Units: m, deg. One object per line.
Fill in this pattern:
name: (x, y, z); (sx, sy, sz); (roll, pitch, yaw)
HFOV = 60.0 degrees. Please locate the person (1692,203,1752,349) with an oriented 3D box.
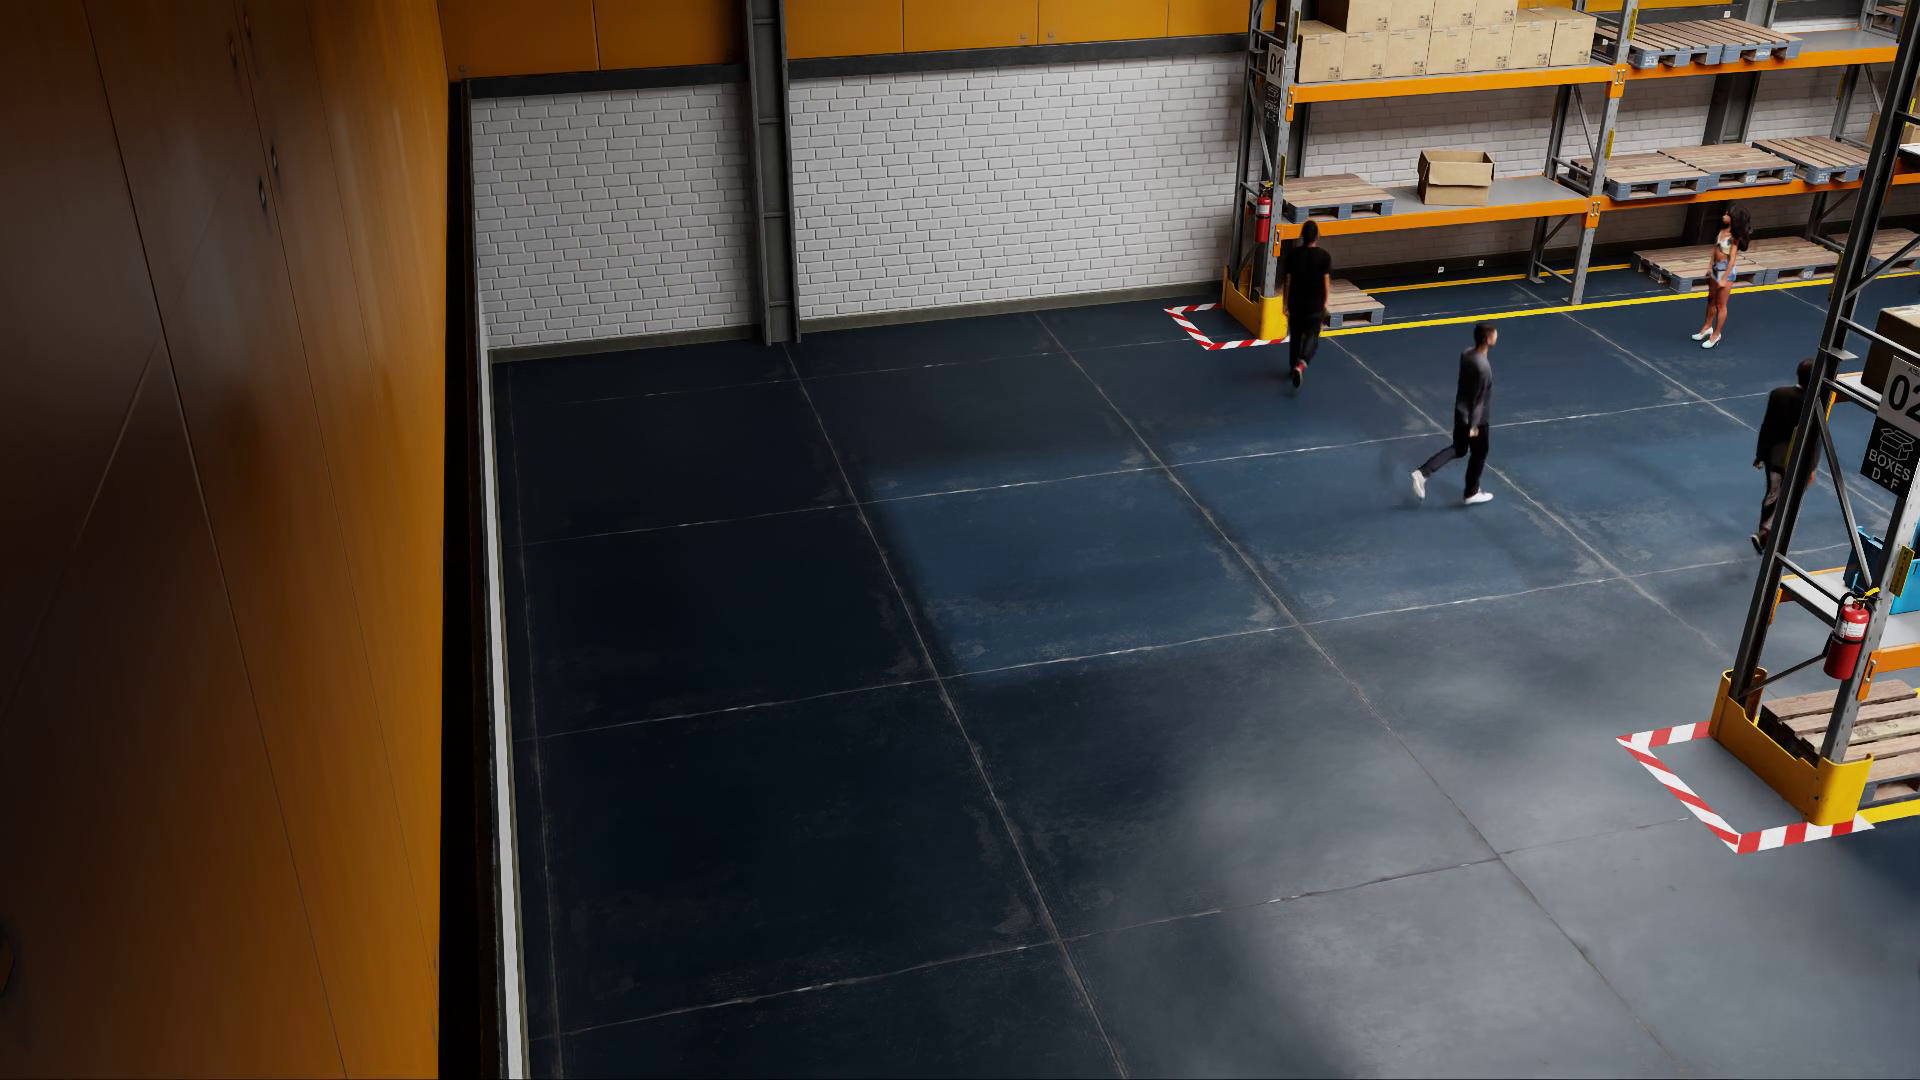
person: (8.365, -2.909, 18.248); (0.618, 1.627, 0.611); (-1, 29, -1)

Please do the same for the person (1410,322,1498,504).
person: (4.469, -1.091, 14.796); (1.030, 1.740, 0.664); (-5, 29, -8)

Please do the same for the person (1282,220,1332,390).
person: (3.580, -2.422, 17.236); (1.059, 1.740, 1.045); (9, 30, 17)

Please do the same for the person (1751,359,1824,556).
person: (6.888, -0.643, 13.927); (1.003, 1.787, 0.887); (-22, 36, -35)
